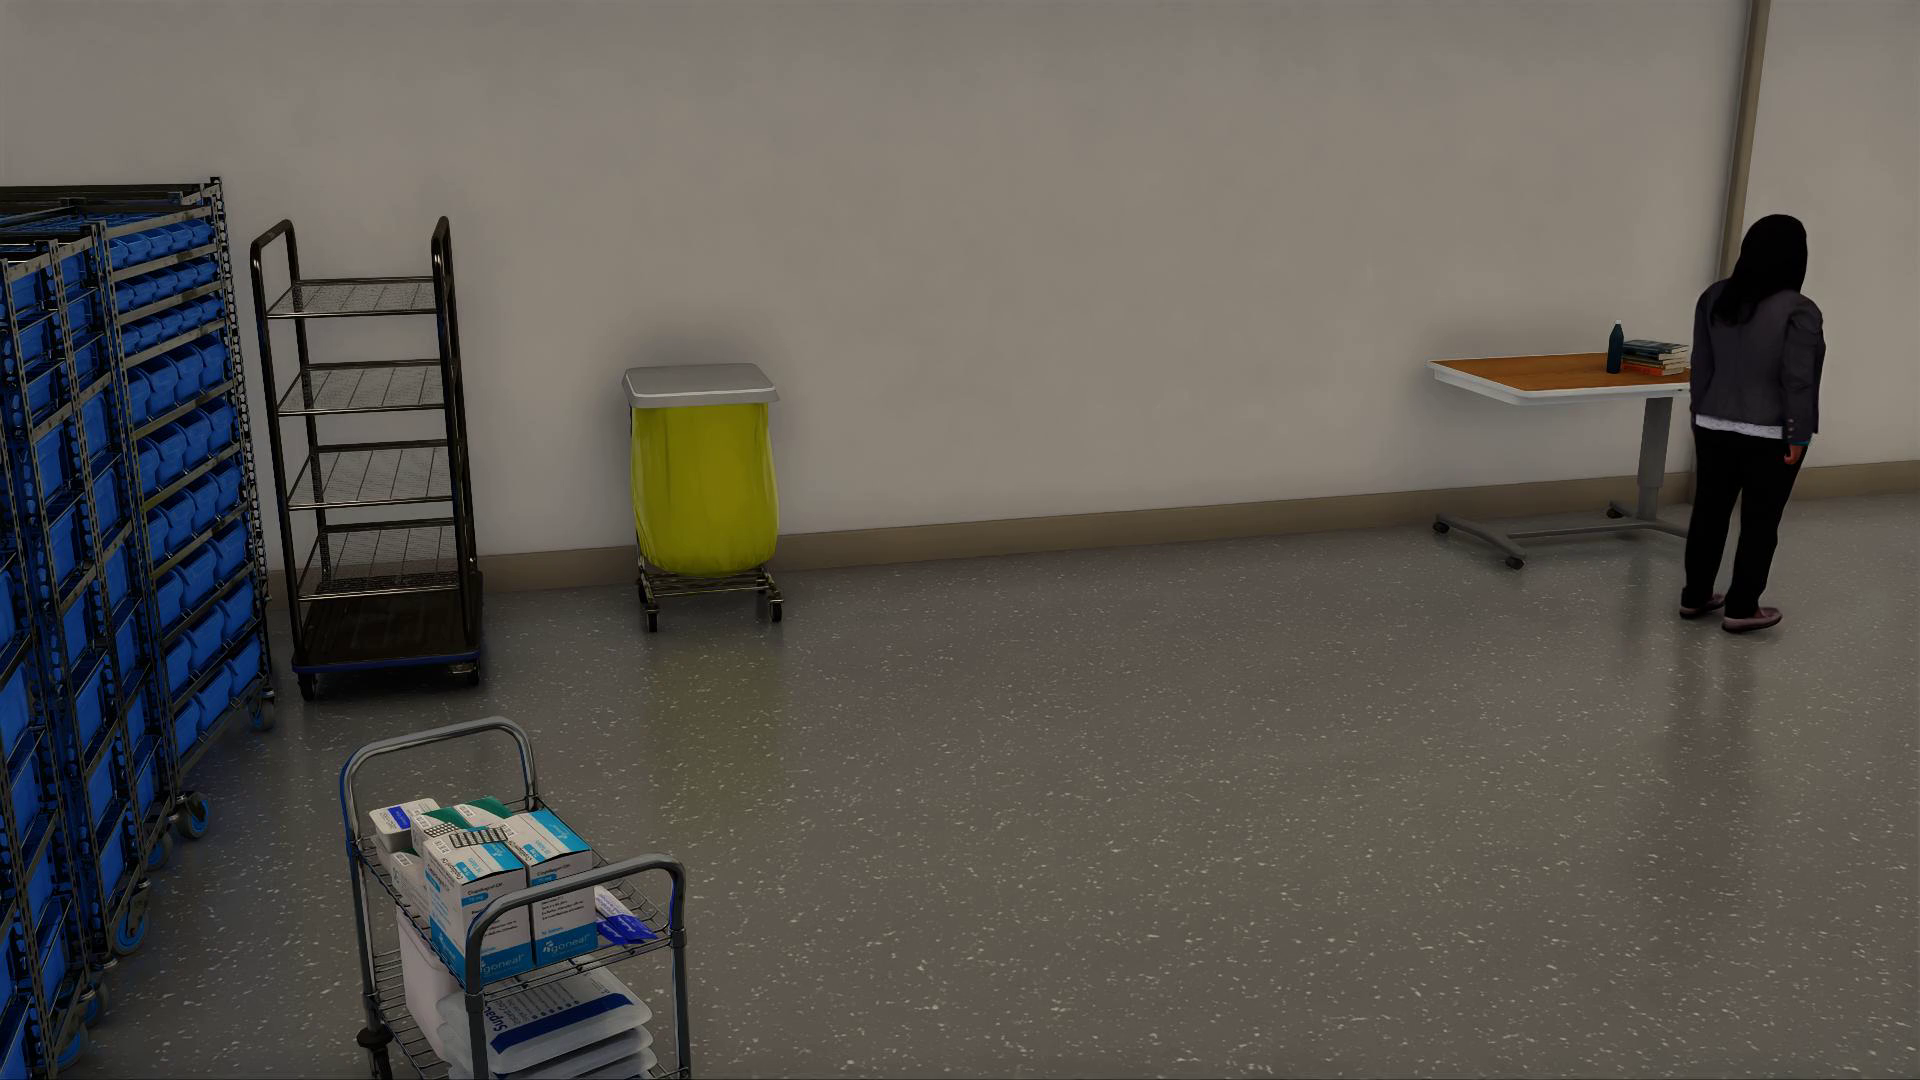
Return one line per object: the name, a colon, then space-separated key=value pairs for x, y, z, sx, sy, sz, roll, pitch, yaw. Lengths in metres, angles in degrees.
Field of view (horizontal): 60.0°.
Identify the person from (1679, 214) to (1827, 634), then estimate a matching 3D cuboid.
person: x=3.030 y=-0.441 z=6.390 sx=0.743 sy=1.599 sz=0.739 roll=-9 pitch=18 yaw=-29
